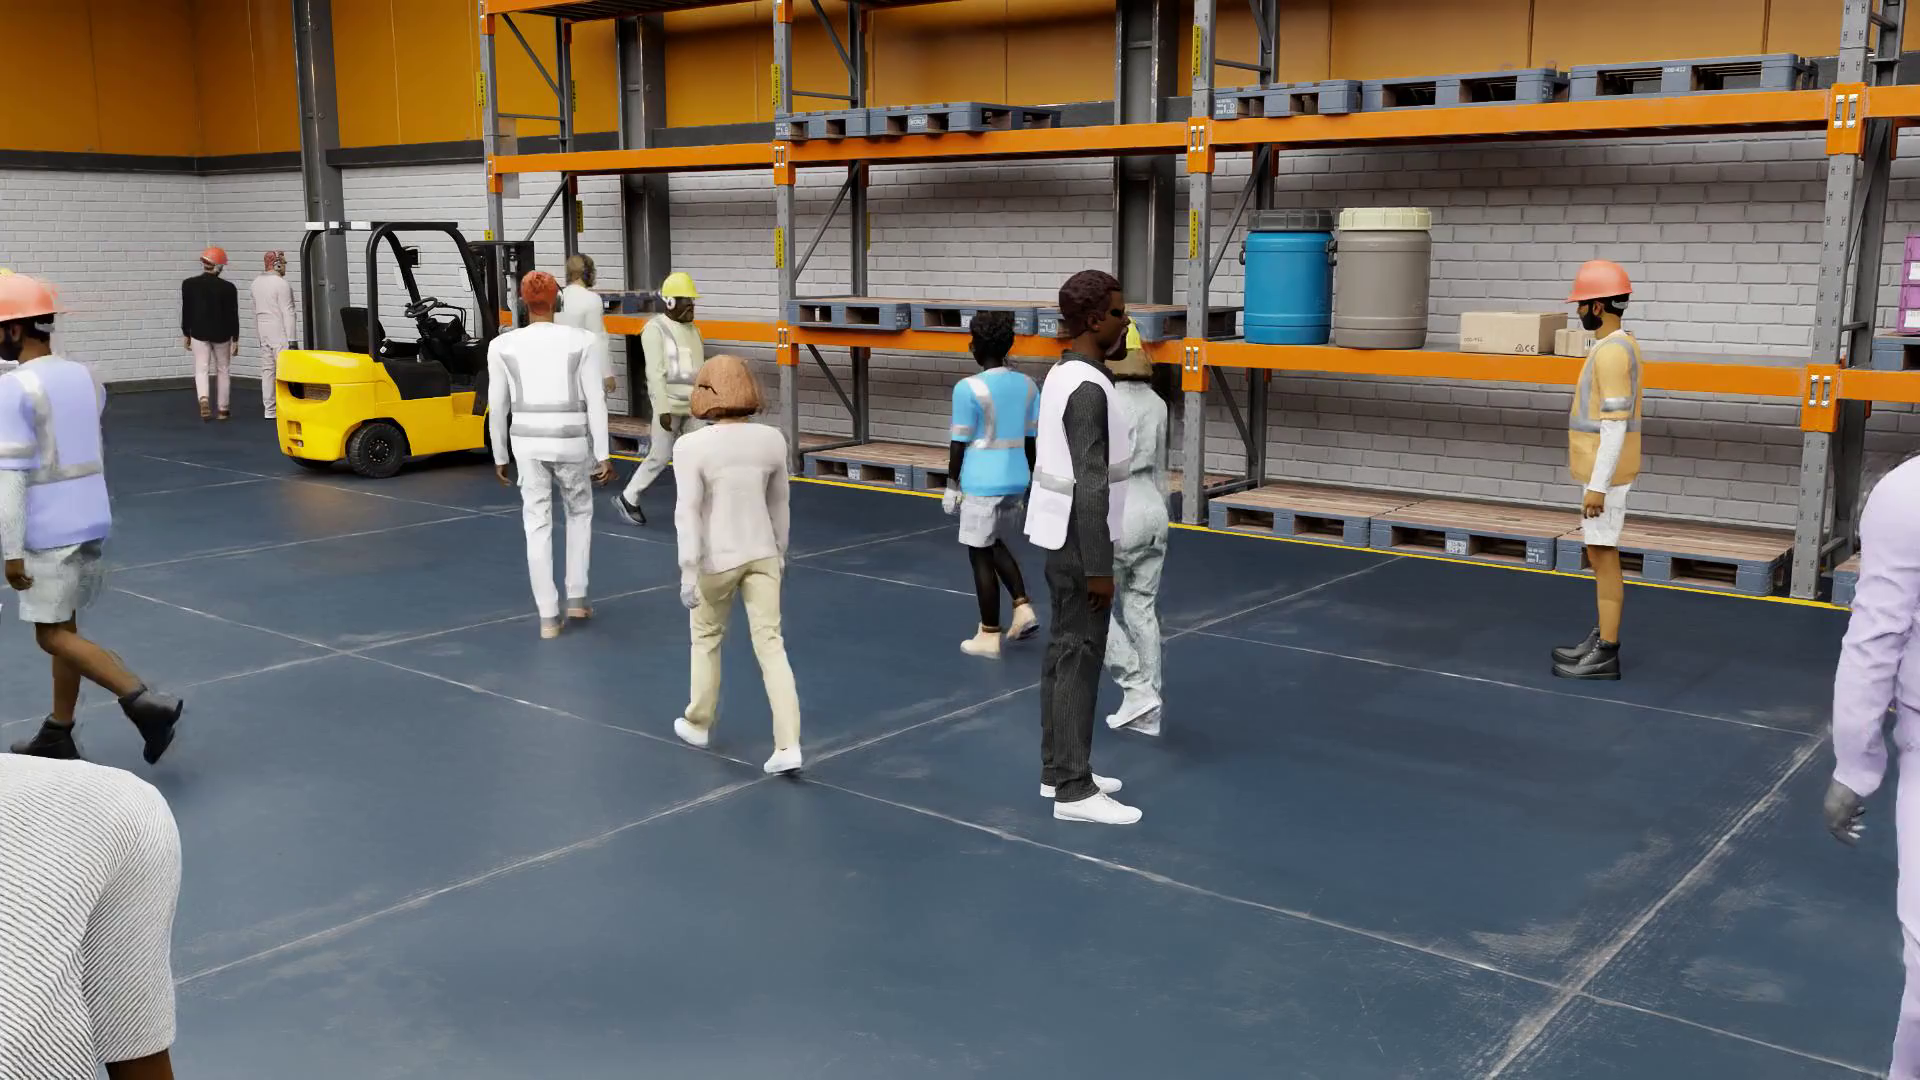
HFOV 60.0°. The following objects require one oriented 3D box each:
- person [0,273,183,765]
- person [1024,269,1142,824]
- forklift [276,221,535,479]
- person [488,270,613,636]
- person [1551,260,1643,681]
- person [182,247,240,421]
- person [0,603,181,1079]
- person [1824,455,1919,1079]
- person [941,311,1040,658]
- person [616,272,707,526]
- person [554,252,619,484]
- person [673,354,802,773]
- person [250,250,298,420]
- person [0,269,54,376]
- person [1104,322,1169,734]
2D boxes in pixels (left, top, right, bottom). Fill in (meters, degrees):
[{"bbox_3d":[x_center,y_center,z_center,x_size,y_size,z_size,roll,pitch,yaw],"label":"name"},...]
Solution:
[{"bbox_3d":[-3.328,-0.045,6.287,0.776,1.908,0.548,2,10,11],"label":"person"},{"bbox_3d":[0.426,0.024,5.832,0.392,1.922,0.590,-1,10,-5],"label":"person"},{"bbox_3d":[-4.922,-1.741,14.854,1.214,2.155,2.313,8,13,38],"label":"forklift"},{"bbox_3d":[-2.121,-0.458,8.649,0.623,1.861,0.652,-1,10,-8],"label":"person"},{"bbox_3d":[2.937,-0.315,7.679,0.381,1.931,0.548,4,11,23],"label":"person"},{"bbox_3d":[-8.368,-2.291,18.585,0.626,1.947,0.868,-3,11,-14],"label":"person"},{"bbox_3d":[-0.943,0.829,1.513,0.508,1.872,0.329,-5,11,-27],"label":"person"},{"bbox_3d":[2.117,0.497,3.280,0.679,1.887,0.540,2,10,13],"label":"person"},{"bbox_3d":[0.141,-0.261,8.066,0.363,1.688,0.538,9,14,41],"label":"person"},{"bbox_3d":[-2.017,-0.964,11.623,0.841,1.806,0.586,6,12,30],"label":"person"},{"bbox_3d":[-3.081,-1.374,13.620,0.589,1.948,0.637,-9,13,-40],"label":"person"},{"bbox_3d":[-0.859,0.087,6.392,0.520,1.592,0.866,-7,12,-35],"label":"person"},{"bbox_3d":[-7.644,-2.289,18.685,0.645,1.907,0.400,7,12,34],"label":"person"},{"bbox_3d":[-7.513,-1.242,13.209,0.614,1.789,0.917,-7,12,-34],"label":"person"},{"bbox_3d":[0.650,-0.048,6.771,0.421,1.719,0.542,10,14,43],"label":"person"}]
